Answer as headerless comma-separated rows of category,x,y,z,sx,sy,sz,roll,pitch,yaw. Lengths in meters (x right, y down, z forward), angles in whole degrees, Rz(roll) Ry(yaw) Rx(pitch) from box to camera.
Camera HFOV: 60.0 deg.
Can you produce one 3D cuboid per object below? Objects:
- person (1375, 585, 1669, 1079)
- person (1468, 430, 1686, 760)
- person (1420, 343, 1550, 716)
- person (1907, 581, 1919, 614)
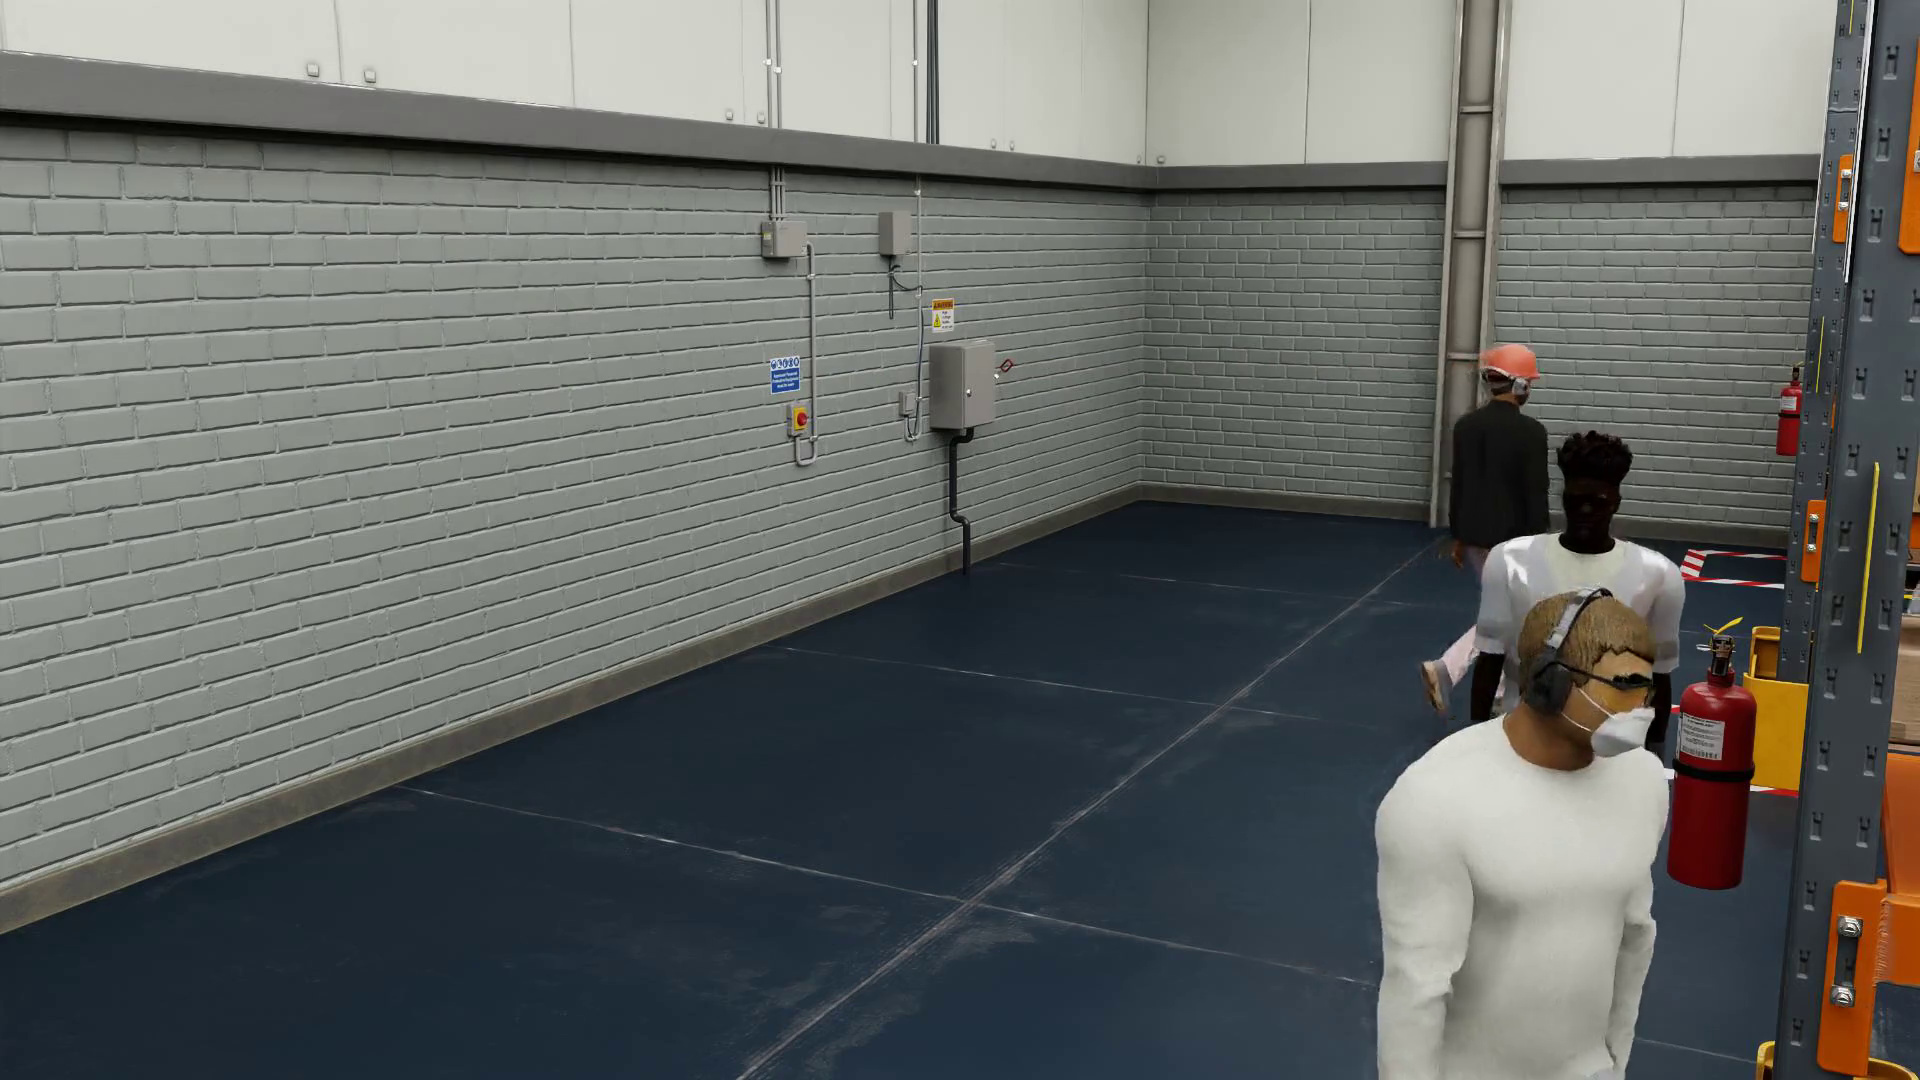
person,1.018,1.033,2.989,0.684,1.911,0.666,-3,11,-16
person,1.931,0.600,5.269,0.611,1.943,0.887,5,12,26
person,2.717,-0.026,8.597,0.777,1.966,0.628,-5,11,-24
person,5.086,0.045,8.621,0.847,1.808,0.653,5,12,26
